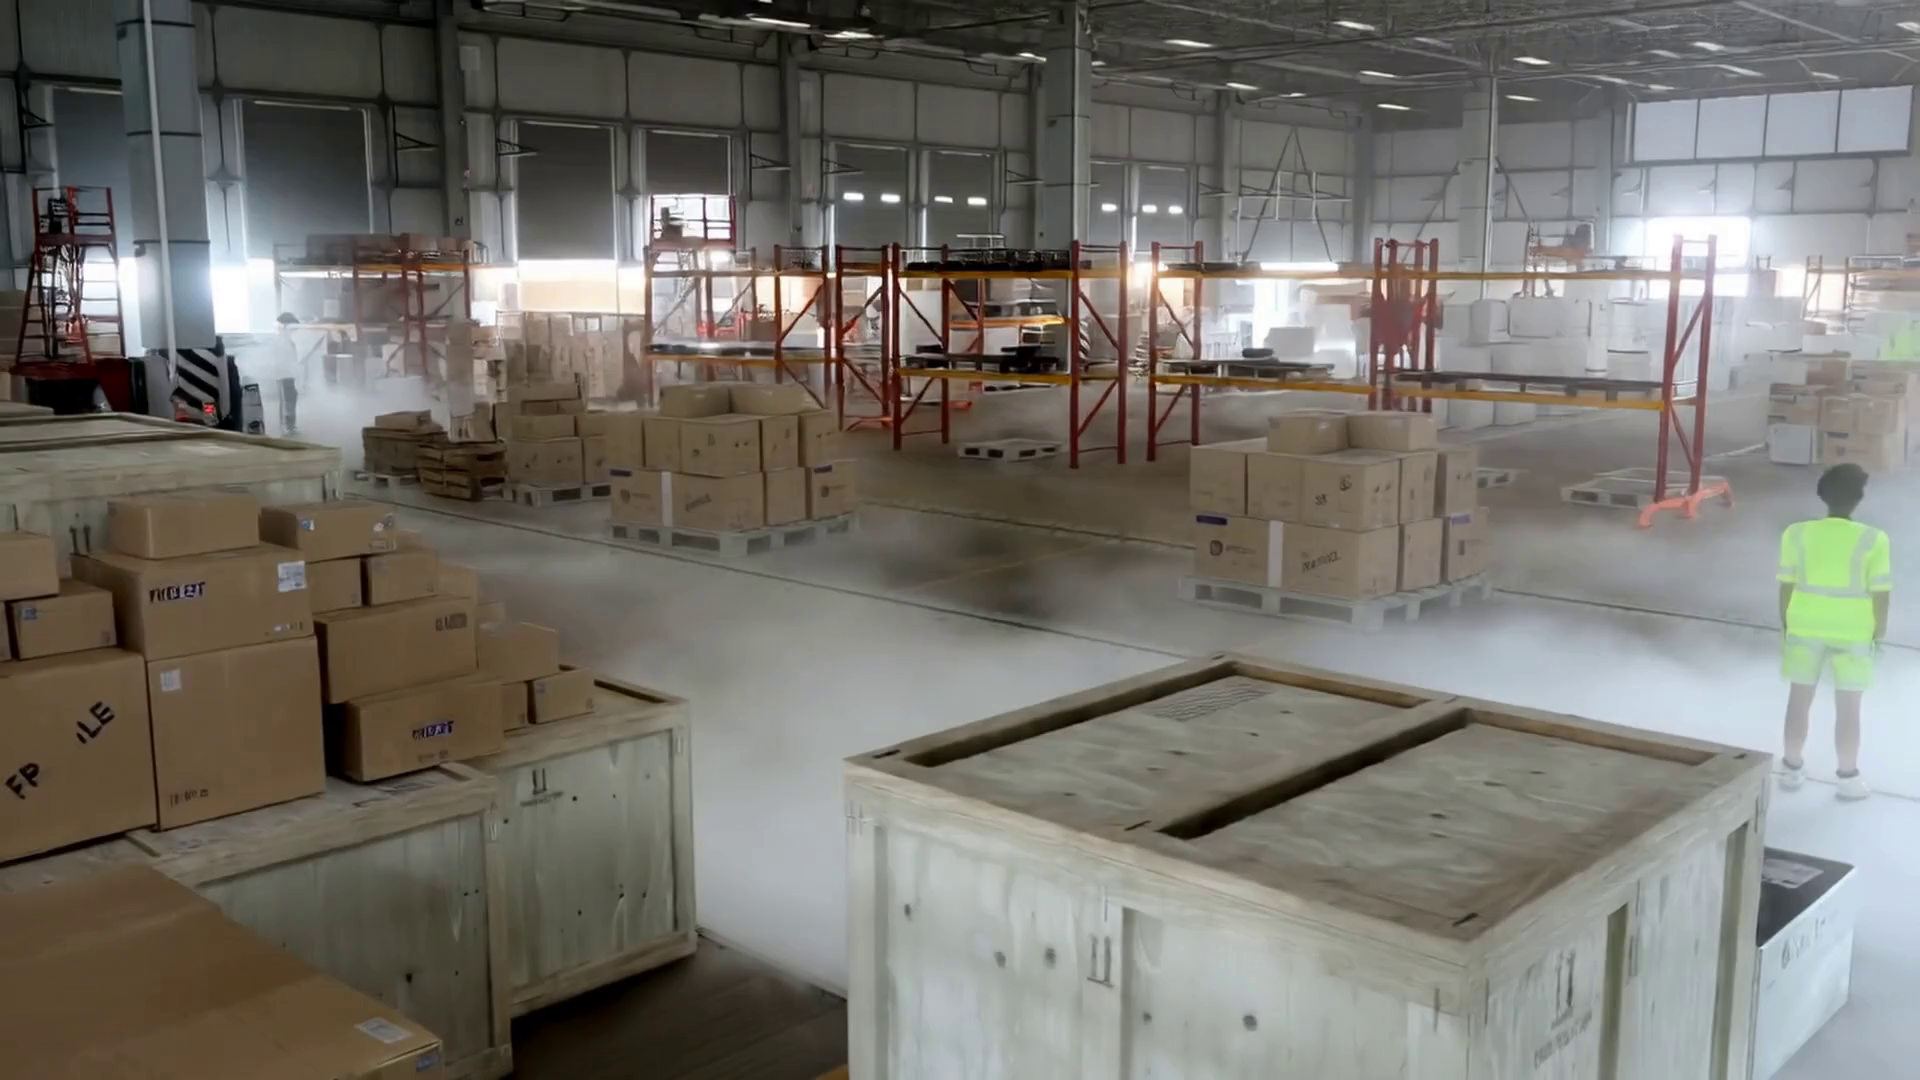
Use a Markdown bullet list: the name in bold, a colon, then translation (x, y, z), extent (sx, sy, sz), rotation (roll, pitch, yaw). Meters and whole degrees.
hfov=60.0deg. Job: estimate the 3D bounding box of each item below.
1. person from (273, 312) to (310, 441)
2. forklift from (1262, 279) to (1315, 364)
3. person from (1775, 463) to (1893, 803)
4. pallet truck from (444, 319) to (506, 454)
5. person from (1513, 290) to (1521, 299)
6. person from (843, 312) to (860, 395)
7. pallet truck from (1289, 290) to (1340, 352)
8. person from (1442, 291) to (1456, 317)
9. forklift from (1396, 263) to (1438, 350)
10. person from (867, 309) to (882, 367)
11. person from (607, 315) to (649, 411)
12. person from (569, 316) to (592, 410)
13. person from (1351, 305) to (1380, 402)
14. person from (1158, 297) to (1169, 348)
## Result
- **person**: translation (-10.385, -2.521, 25.728), extent (0.392, 1.990, 0.611), rotation (-9, 13, -44)
- **forklift**: translation (8.555, -6.090, 44.881), extent (1.873, 2.768, 1.129), rotation (9, 13, 43)
- **person**: translation (4.366, 0.460, 8.341), extent (0.322, 1.697, 0.533), rotation (-9, 13, -44)
- **pallet truck**: translation (-6.981, -1.942, 22.150), extent (1.885, 1.965, 0.823), rotation (1, 9, 9)
- **person**: translation (18.526, -7.343, 55.446), extent (0.372, 1.939, 0.544), rotation (-9, 13, -44)
- **person**: translation (-2.276, -3.922, 35.066), extent (0.308, 1.744, 0.485), rotation (-9, 13, -44)
- **pallet truck**: translation (11.297, -6.951, 52.861), extent (1.885, 1.965, 0.823), rotation (-5, 11, -29)
- **person**: translation (16.024, -7.139, 54.206), extent (0.377, 1.936, 0.628), rotation (-9, 13, -44)
- **forklift**: translation (12.574, -6.442, 47.042), extent (1.873, 2.768, 1.129), rotation (3, 10, 16)
- **person**: translation (-2.258, -5.399, 44.596), extent (0.525, 1.593, 0.882), rotation (8, 12, 39)
- **person**: translation (-6.123, -3.256, 30.766), extent (0.781, 1.821, 0.520), rotation (-3, 10, -20)
- **person**: translation (-6.333, -2.804, 27.823), extent (0.334, 1.873, 0.521), rotation (-9, 13, -44)
- **person**: translation (8.072, -3.700, 33.109), extent (0.377, 1.940, 0.628), rotation (-9, 13, -44)
- **person**: translation (5.609, -5.869, 46.575), extent (0.360, 1.884, 0.574), rotation (-9, 13, -44)
